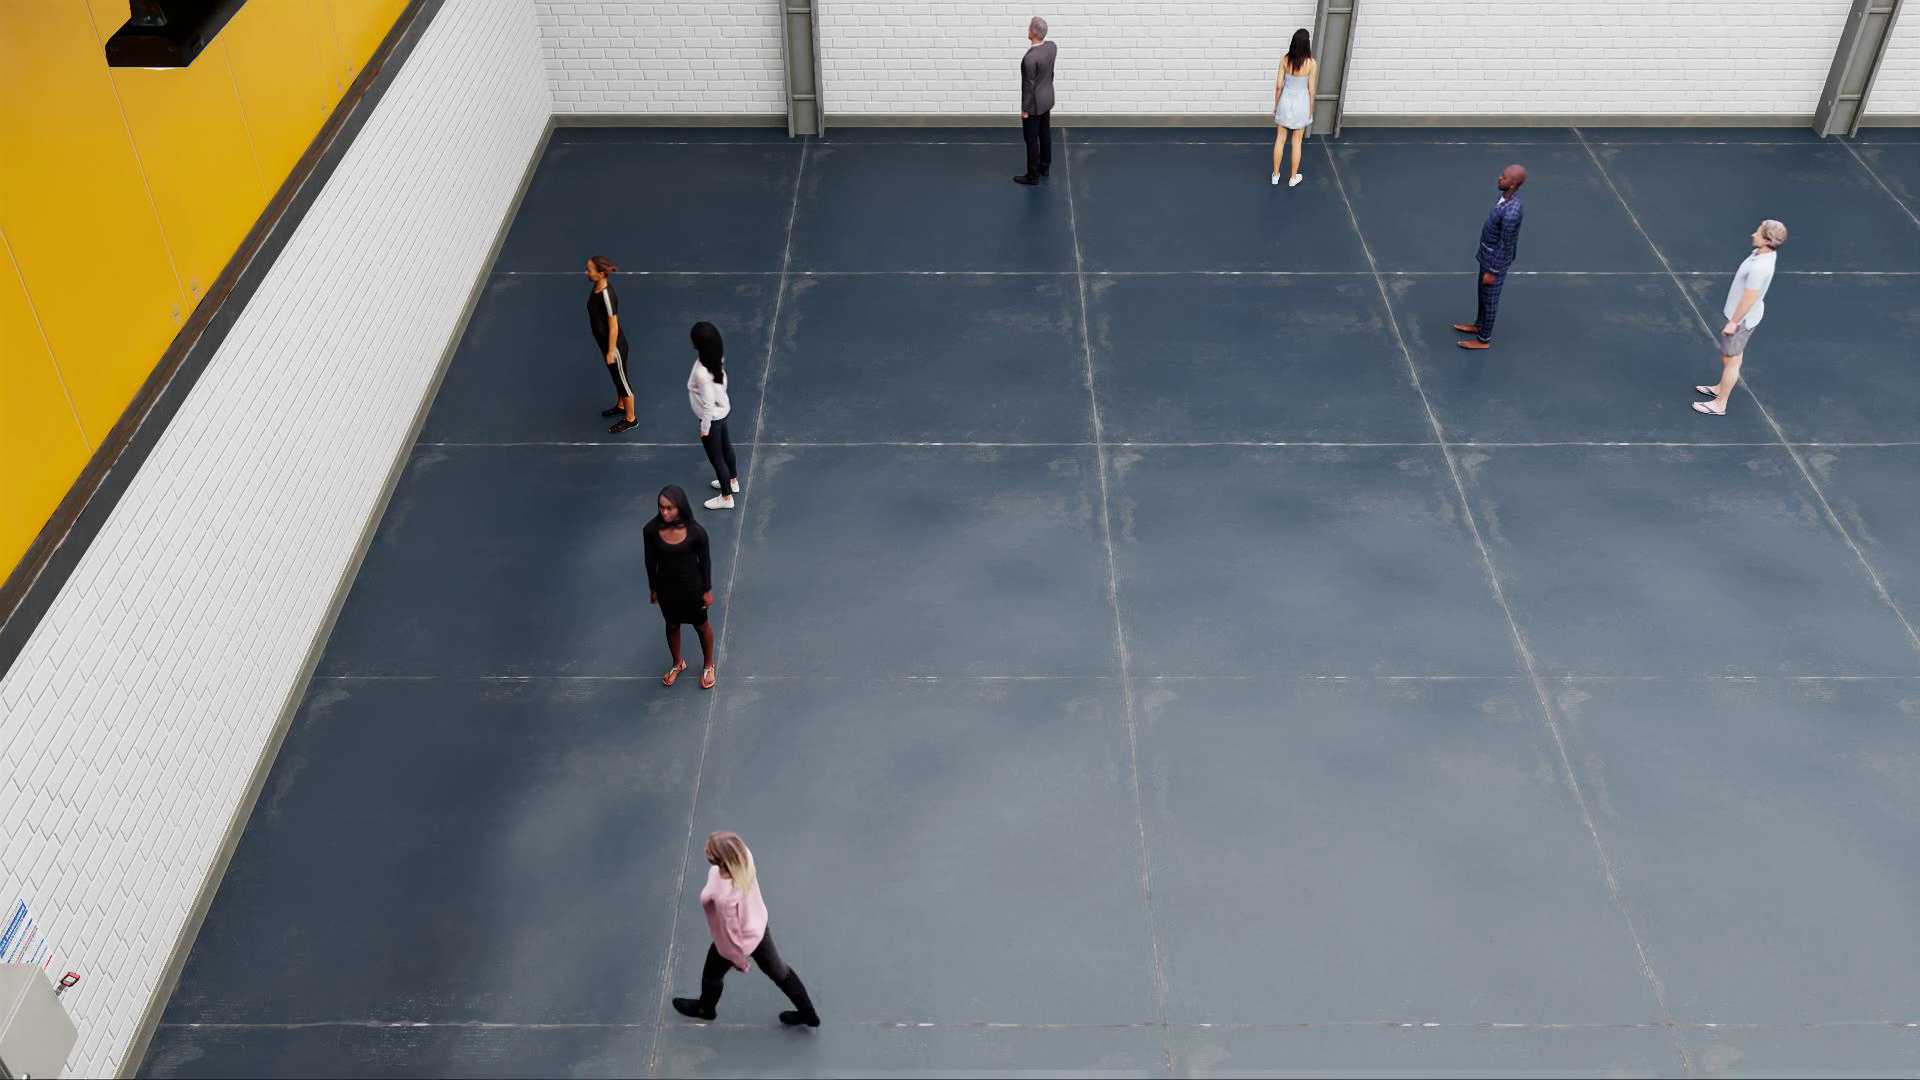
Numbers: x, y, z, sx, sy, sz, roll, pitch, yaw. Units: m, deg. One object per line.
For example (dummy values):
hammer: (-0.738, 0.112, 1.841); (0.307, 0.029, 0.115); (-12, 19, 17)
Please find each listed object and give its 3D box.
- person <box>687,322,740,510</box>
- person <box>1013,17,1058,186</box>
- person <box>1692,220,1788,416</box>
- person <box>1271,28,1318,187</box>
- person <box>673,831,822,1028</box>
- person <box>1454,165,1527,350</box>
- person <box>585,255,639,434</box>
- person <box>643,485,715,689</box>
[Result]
person: (-1.978, -1.009, 13.367); (0.571, 1.700, 0.639); (4, 39, 5)
person: (0.829, -4.745, 17.932); (0.824, 1.842, 0.813); (23, 44, 26)
person: (6.803, -1.943, 14.431); (0.729, 1.832, 0.735); (18, 42, 22)
person: (3.585, -4.667, 17.924); (0.579, 1.729, 0.715); (13, 40, 15)
person: (-1.144, 2.227, 9.359); (1.187, 1.645, 0.820); (10, 40, 12)
person: (4.923, -2.616, 15.284); (0.636, 1.820, 0.685); (5, 39, 6)
person: (-2.988, -1.705, 14.265); (0.635, 1.668, 0.652); (-13, 40, -16)
person: (-1.949, 0.332, 11.672); (0.469, 1.720, 0.697); (5, 39, 6)
